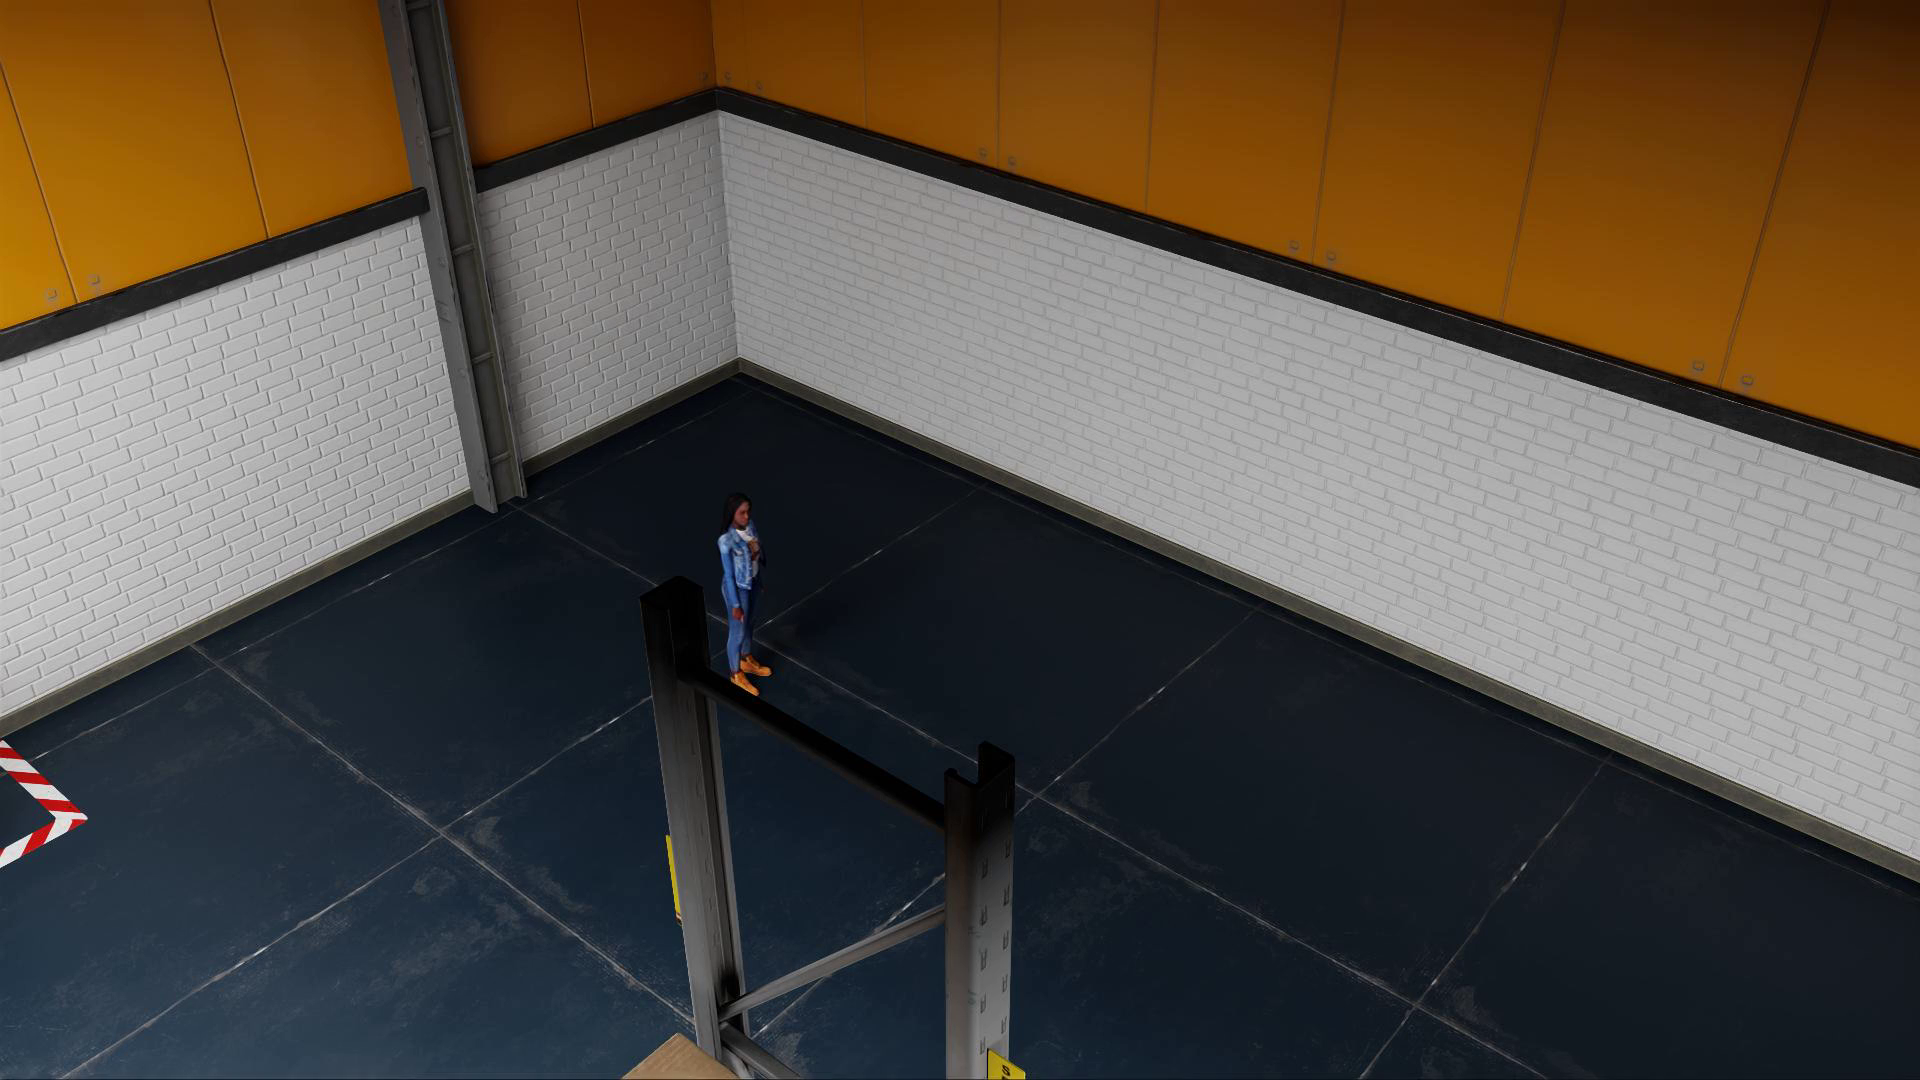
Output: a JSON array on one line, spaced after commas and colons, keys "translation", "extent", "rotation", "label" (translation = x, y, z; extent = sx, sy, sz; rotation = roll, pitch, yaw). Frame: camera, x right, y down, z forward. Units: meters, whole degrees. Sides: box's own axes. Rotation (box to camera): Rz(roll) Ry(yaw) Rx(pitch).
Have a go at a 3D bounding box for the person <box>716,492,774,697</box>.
[{"translation": [-1.667, 0.383, 12.669], "extent": [0.725, 1.712, 0.570], "rotation": [12, 35, 17], "label": "person"}]
